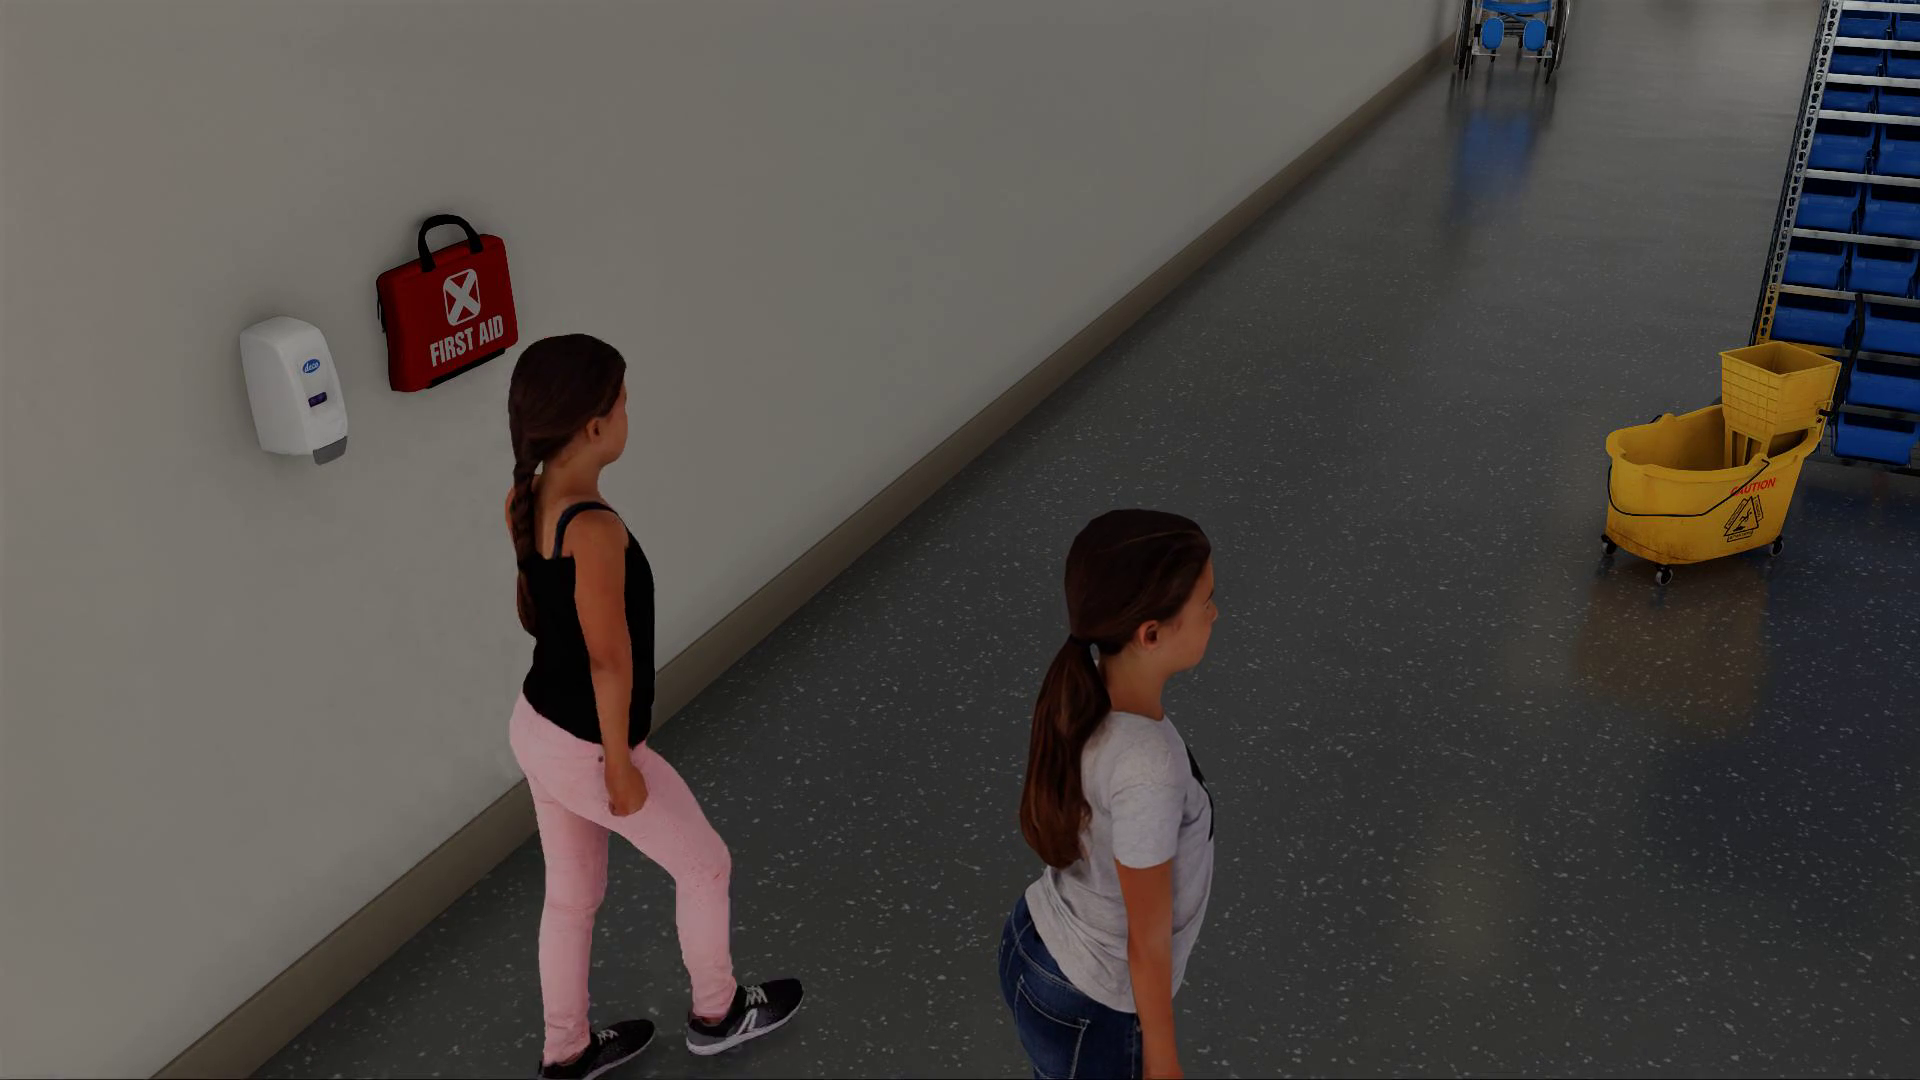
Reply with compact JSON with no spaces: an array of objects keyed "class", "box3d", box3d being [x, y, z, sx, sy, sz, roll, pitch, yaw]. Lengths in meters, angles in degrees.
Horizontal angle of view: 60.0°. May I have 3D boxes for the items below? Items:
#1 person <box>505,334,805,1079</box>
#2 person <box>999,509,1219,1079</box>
[{"class":"person","box3d":[-0.734,0.403,3.042,0.773,1.547,0.801,-21,33,-37]},{"class":"person","box3d":[0.206,0.665,2.484,0.661,1.561,0.617,-5,26,-10]}]
